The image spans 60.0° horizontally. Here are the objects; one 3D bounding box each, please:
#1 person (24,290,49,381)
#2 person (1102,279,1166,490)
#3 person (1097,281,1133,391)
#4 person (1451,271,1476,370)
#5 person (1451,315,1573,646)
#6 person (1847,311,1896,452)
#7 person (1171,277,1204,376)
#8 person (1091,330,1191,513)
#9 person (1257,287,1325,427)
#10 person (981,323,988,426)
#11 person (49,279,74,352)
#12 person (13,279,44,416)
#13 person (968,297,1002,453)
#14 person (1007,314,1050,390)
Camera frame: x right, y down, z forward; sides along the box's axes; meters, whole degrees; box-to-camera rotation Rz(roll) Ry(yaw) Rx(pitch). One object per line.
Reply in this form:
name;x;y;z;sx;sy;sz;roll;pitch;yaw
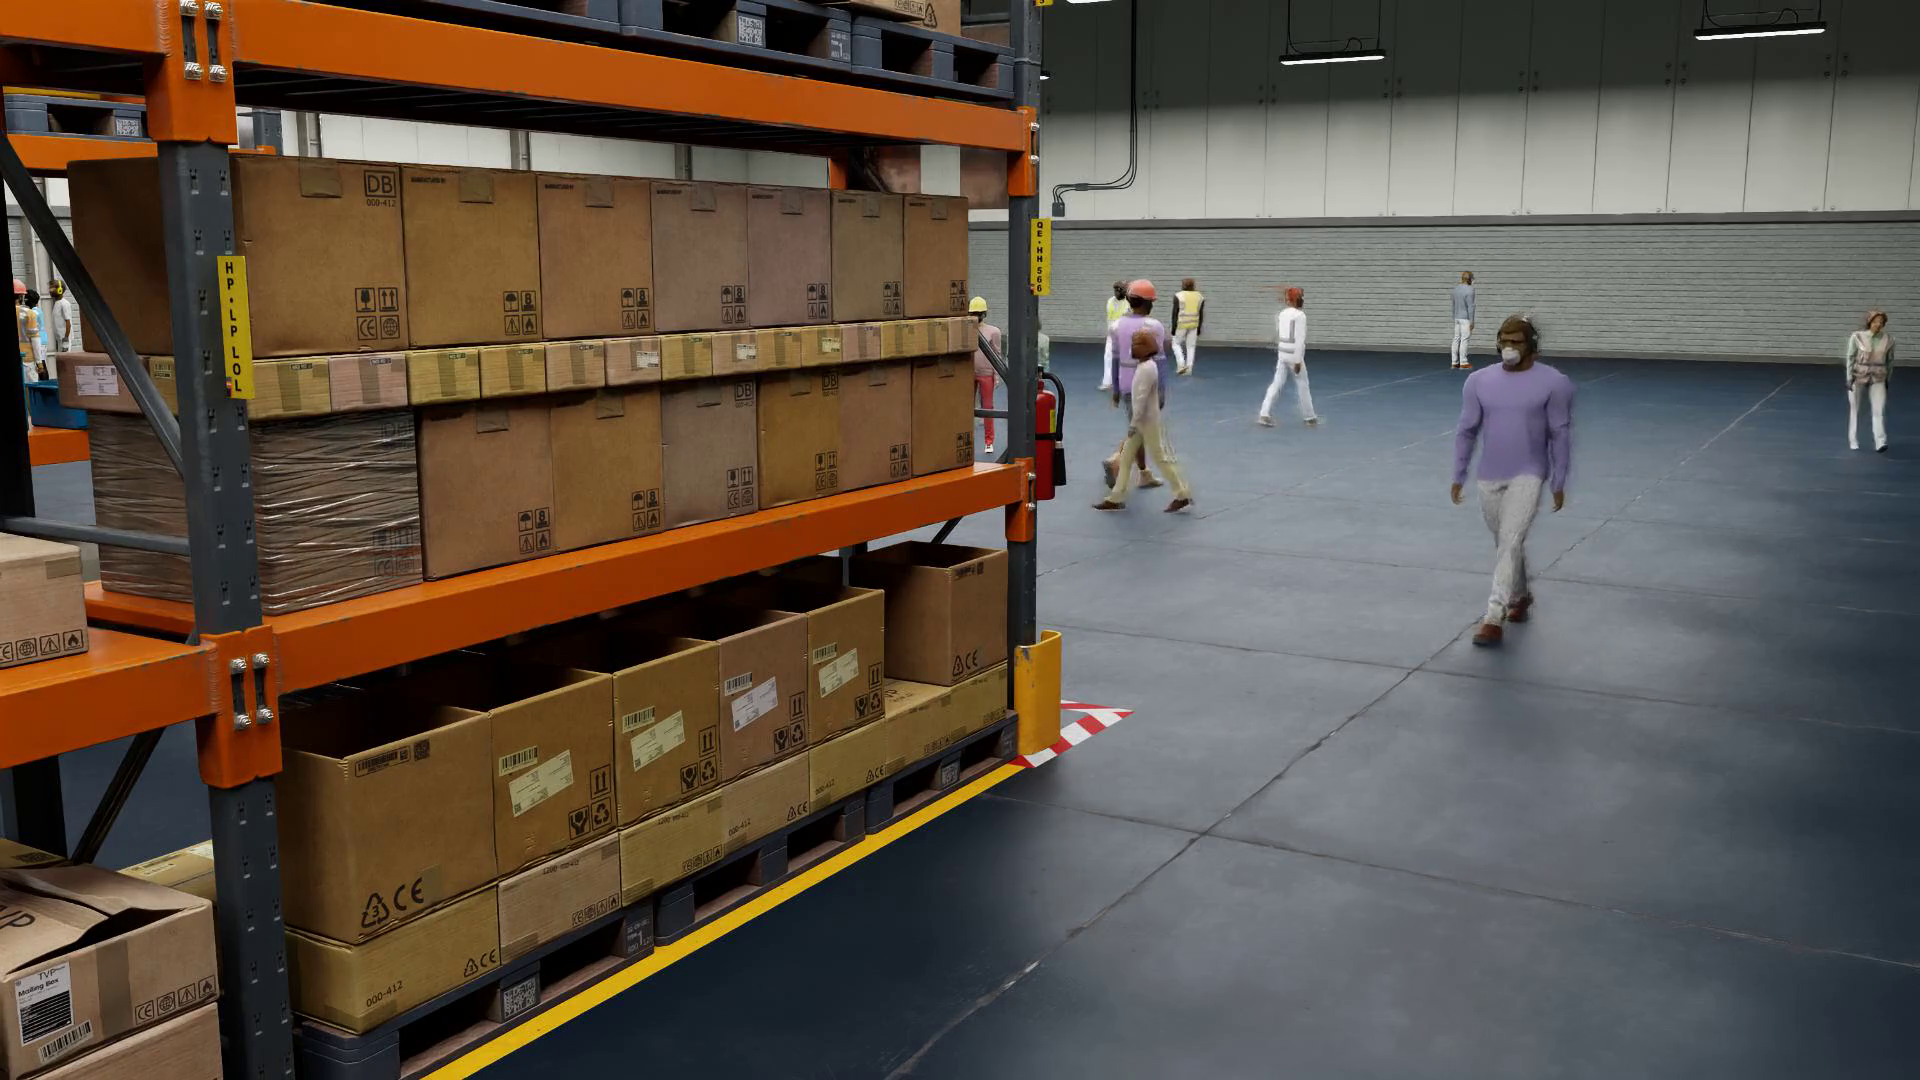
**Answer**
person;-14.697;-3.126;26.448;0.316;1.696;0.540;-3;10;-19
person;1.648;-1.453;15.726;0.858;2.019;0.620;-9;13;-42
person;2.558;-3.317;27.205;0.661;1.814;0.783;9;13;41
person;9.927;-4.326;32.768;0.352;1.936;0.635;-3;10;-17
person;3.259;-0.381;9.815;0.647;1.898;1.012;7;12;37
person;10.343;-1.785;18.899;0.518;1.596;0.849;3;10;15
person;4.214;-3.965;30.964;0.652;1.831;0.462;-3;10;-18
person;1.613;-1.020;14.419;0.848;1.592;0.513;0;10;-3
person;4.315;-2.378;21.695;1.005;1.836;0.592;-4;11;-24
person;0.174;-2.292;21.647;0.532;1.665;0.793;6;11;30
person;-13.873;-3.084;25.681;0.328;1.877;0.510;-9;13;-41
person;-11.683;-2.262;20.685;0.551;1.936;0.356;0;10;-1
person;0.201;-1.863;18.853;0.533;1.766;0.316;3;10;15
person;0.791;-1.877;19.331;0.516;1.616;0.549;-1;10;-5
